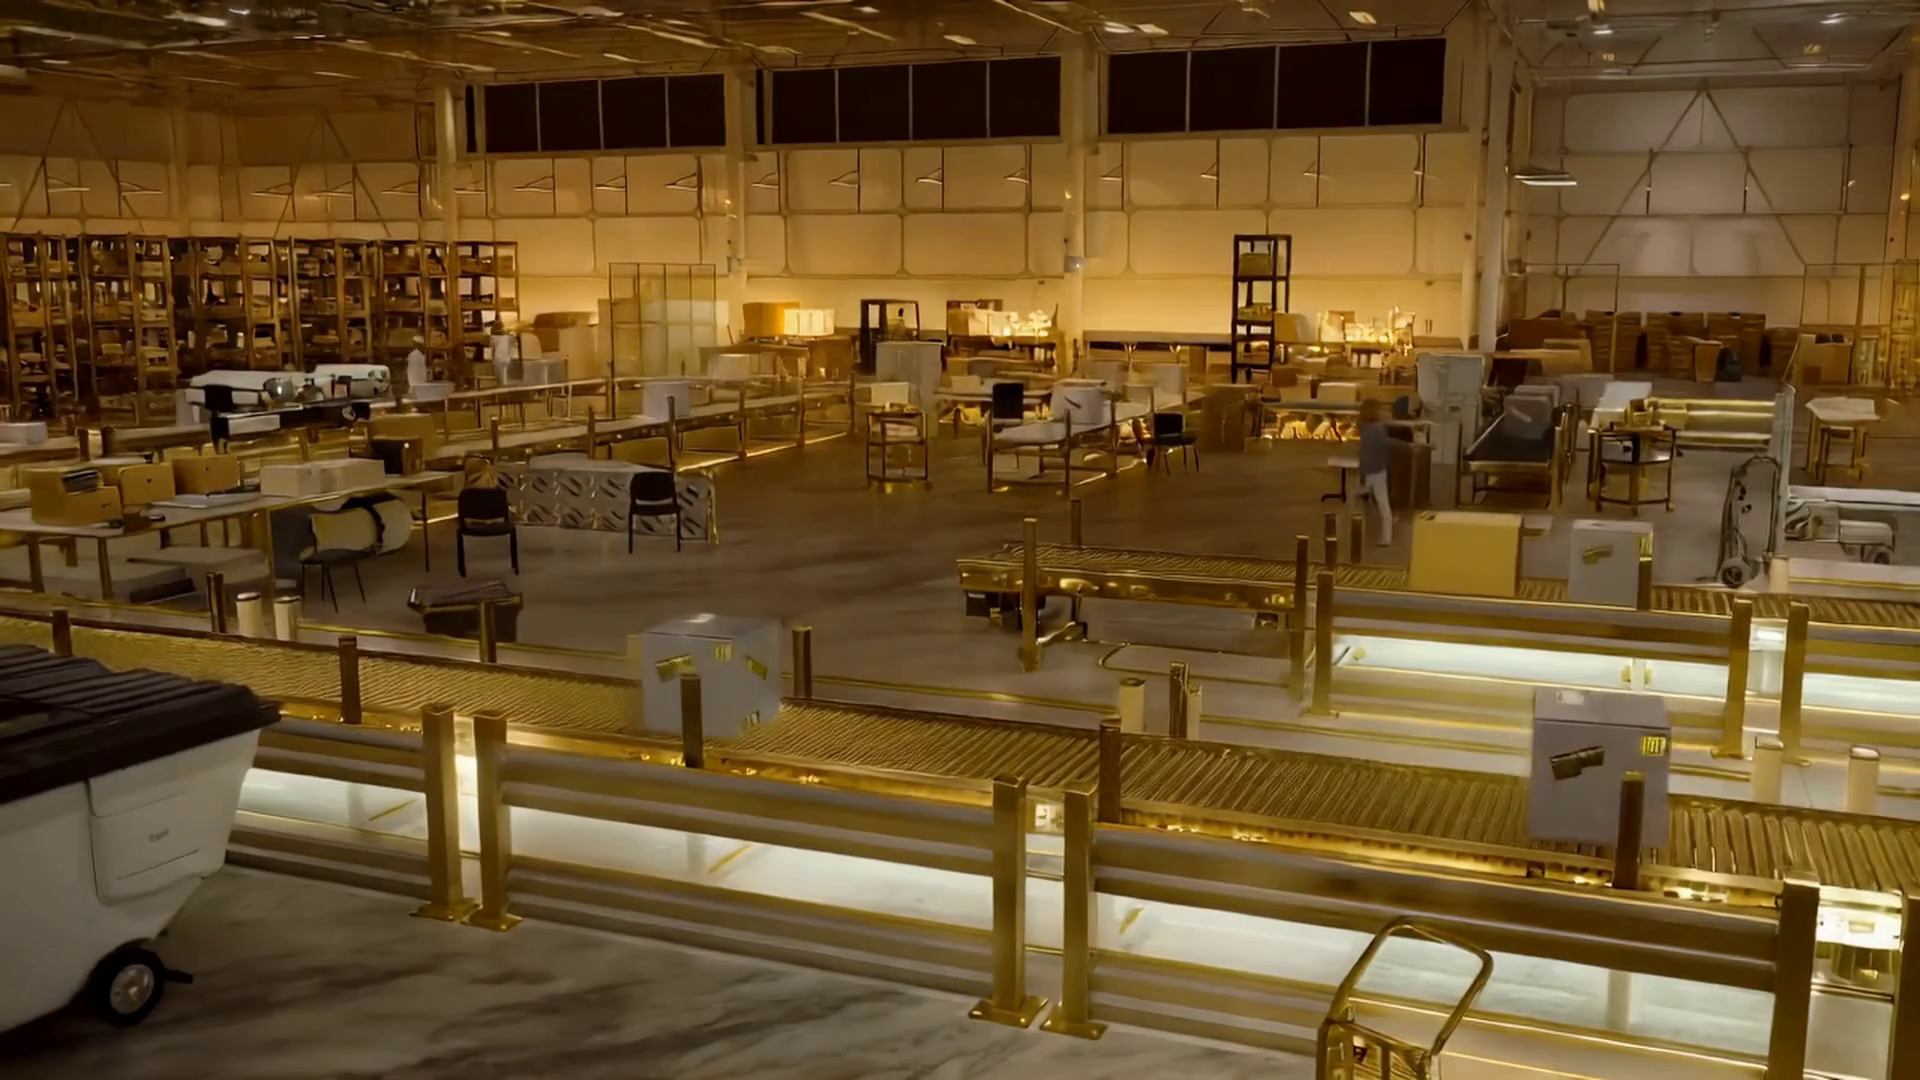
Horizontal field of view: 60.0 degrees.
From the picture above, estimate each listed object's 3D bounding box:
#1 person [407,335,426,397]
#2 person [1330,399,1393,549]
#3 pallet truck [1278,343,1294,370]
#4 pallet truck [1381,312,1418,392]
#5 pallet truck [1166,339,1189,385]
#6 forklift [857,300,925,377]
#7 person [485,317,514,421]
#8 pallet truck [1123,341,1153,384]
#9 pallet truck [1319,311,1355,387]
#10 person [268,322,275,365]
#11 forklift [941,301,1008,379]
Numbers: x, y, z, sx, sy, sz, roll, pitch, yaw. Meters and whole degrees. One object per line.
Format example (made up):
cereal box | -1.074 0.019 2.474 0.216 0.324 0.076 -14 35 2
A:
person | -10.014 -2.907 30.761 0.536 1.749 0.439 6 11 32
person | 4.374 -0.720 17.980 0.527 1.595 0.804 -8 12 -41
pallet truck | 7.886 -4.163 39.743 0.653 1.274 1.630 4 10 22
pallet truck | 10.207 -4.283 38.369 0.823 1.965 1.885 3 10 20
pallet truck | 5.418 -4.269 40.420 0.704 1.261 1.522 3 10 20
forklift | -1.732 -5.109 42.468 1.157 1.987 2.680 4 10 22
person | -9.054 -3.331 32.522 0.639 2.028 0.618 6 11 32
pallet truck | 4.445 -4.380 41.279 0.680 1.201 1.601 4 10 22
pallet truck | 9.071 -4.419 39.190 0.823 1.965 1.885 5 10 26
person | -16.886 -4.744 41.264 0.641 1.964 0.745 8 12 40
forklift | 0.365 -4.966 41.571 1.157 1.987 2.680 3 10 20
